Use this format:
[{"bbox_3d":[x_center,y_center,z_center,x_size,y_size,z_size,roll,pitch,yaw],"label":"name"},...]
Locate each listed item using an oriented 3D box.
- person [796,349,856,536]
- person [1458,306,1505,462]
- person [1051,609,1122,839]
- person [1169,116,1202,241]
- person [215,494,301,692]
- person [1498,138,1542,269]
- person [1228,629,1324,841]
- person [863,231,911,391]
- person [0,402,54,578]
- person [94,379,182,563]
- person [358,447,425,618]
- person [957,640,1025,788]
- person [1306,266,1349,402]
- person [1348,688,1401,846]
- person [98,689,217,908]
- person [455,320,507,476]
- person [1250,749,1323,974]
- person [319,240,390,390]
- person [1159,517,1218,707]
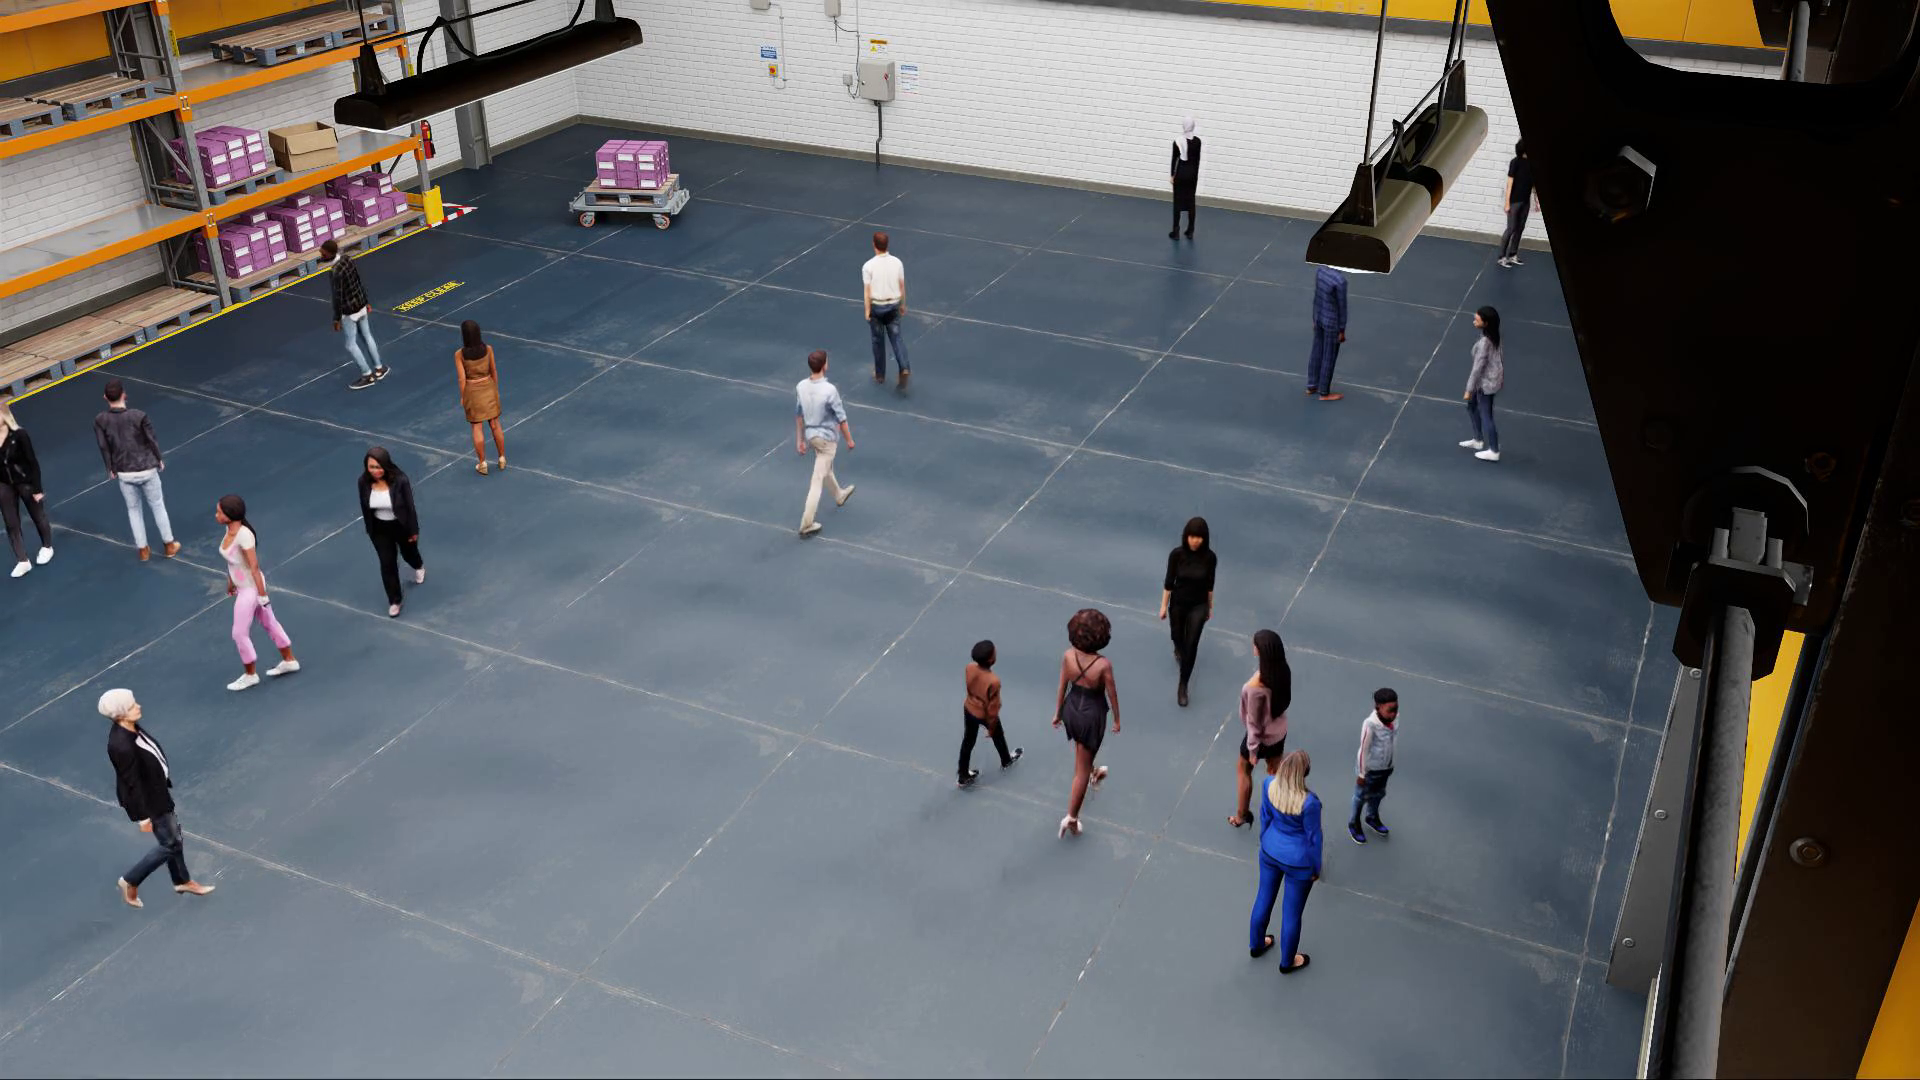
[{"bbox_3d":[-1.392,-0.909,16.116,0.833,1.798,1.267,20,34,32],"label":"person"},{"bbox_3d":[5.624,-1.638,17.556,0.720,1.699,0.665,21,35,33],"label":"person"},{"bbox_3d":[0.847,1.372,11.987,0.706,1.748,1.088,15,32,26],"label":"person"},{"bbox_3d":[3.263,-5.231,24.063,0.678,1.776,0.720,-7,29,-12],"label":"person"},{"bbox_3d":[-5.791,0.394,13.811,0.947,1.718,0.825,-18,33,-30],"label":"person"},{"bbox_3d":[7.771,-4.753,23.130,0.737,1.831,0.814,-13,31,-22],"label":"person"},{"bbox_3d":[2.245,1.451,11.806,1.071,1.783,0.940,-21,35,-33],"label":"person"},{"bbox_3d":[-0.826,-2.628,19.228,1.090,1.835,1.149,-12,31,-20],"label":"person"},{"bbox_3d":[-8.767,-0.550,15.590,0.841,1.672,0.950,-1,29,-2],"label":"person"},{"bbox_3d":[-7.730,-0.654,15.608,0.730,1.837,0.779,-9,30,-15],"label":"person"},{"bbox_3d":[-5.070,-0.149,14.942,0.991,1.588,1.129,-5,29,-9],"label":"person"},{"bbox_3d":[0.108,1.335,12.598,0.699,1.228,0.897,24,37,37],"label":"person"},{"bbox_3d":[4.214,-2.496,19.005,0.795,1.818,0.757,-13,31,-23],"label":"person"},{"bbox_3d":[3.021,1.604,12.071,0.554,1.260,0.628,-15,32,-25],"label":"person"},{"bbox_3d":[-5.499,1.773,11.182,0.945,1.777,0.978,-10,30,-17],"label":"person"},{"bbox_3d":[-4.992,-1.494,17.303,0.600,1.690,0.706,-18,34,-30],"label":"person"},{"bbox_3d":[2.112,2.065,10.766,0.675,1.701,0.693,-24,37,-37],"label":"person"},{"bbox_3d":[-7.016,-2.679,19.364,0.948,1.796,0.625,10,30,18],"label":"person"},{"bbox_3d":[1.881,0.503,13.715,0.769,1.618,1.083,6,29,10],"label":"person"}]
